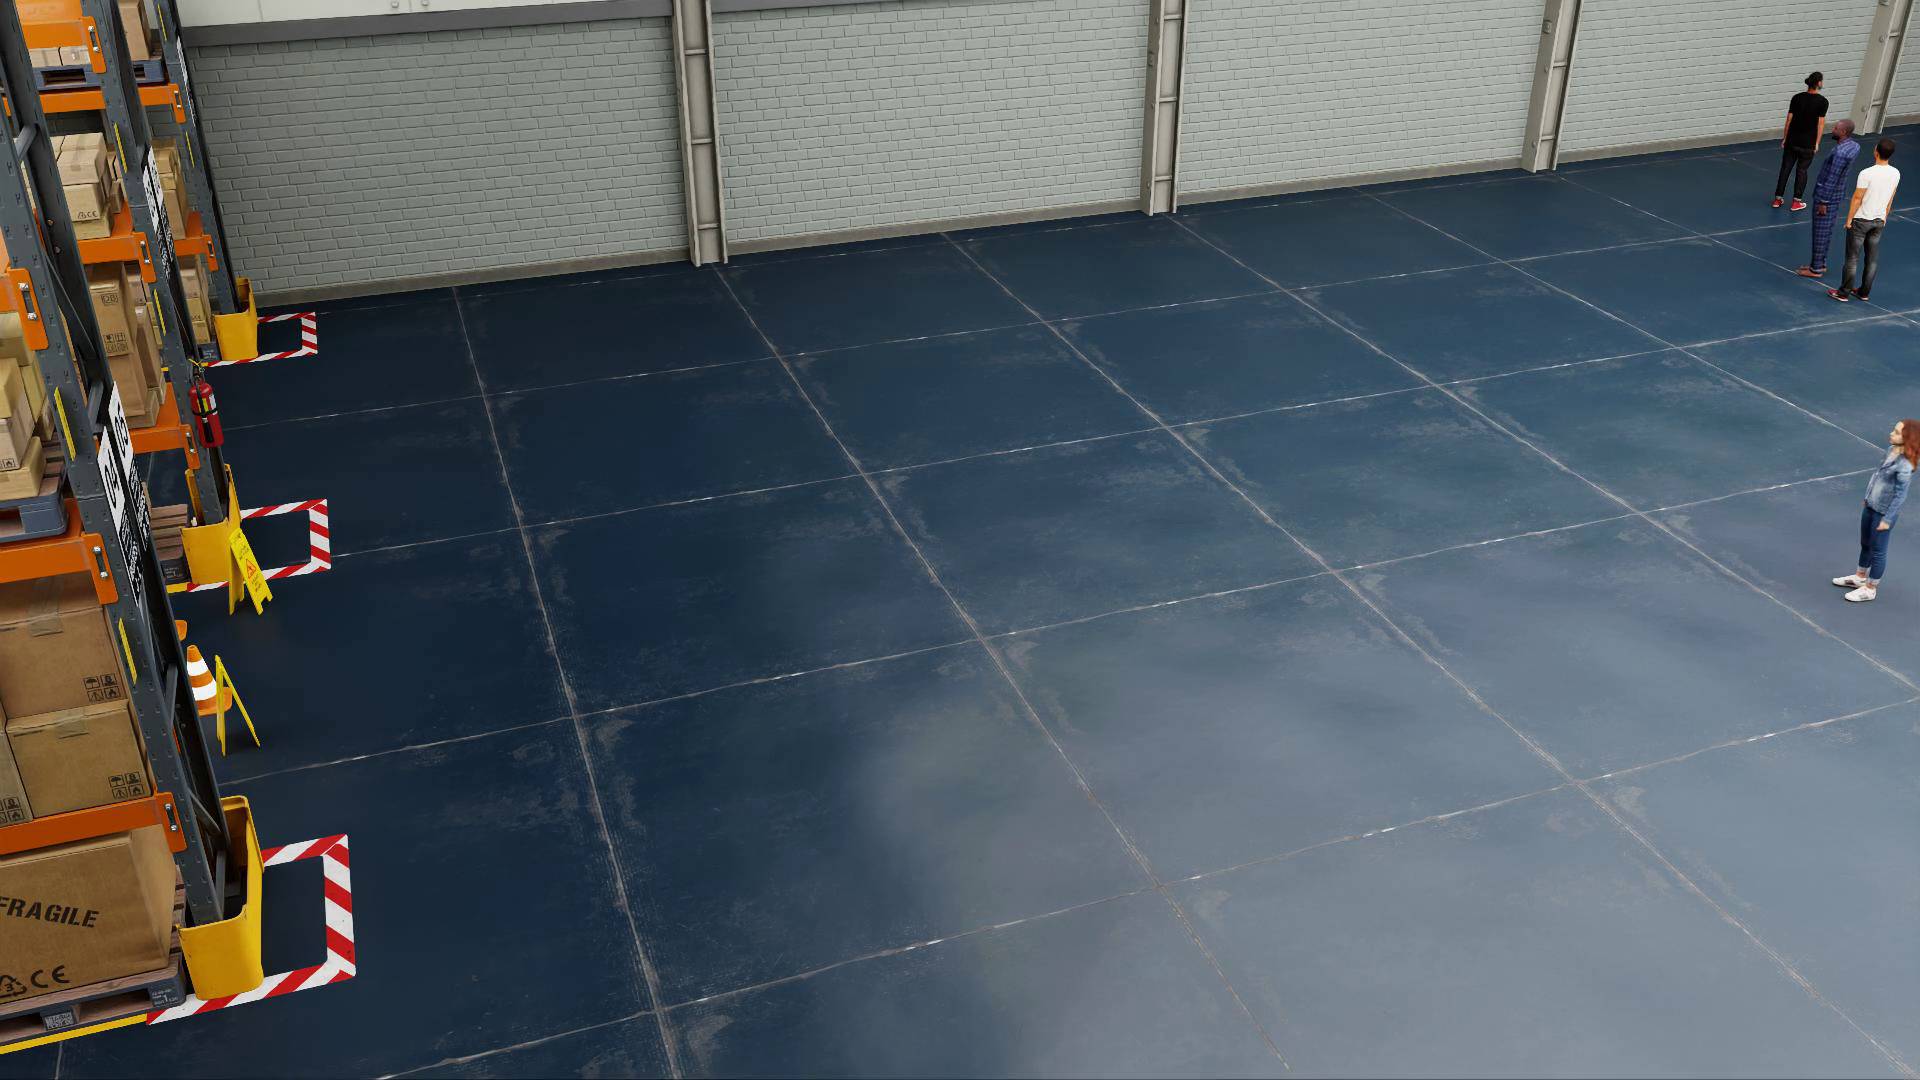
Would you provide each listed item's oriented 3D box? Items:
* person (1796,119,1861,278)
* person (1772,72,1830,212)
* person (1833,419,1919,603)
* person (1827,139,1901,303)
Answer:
[{"bbox_3d":[10.093,-3.974,19.288,0.810,1.817,0.696,23,35,36],"label":"person"},{"bbox_3d":[10.951,-5.193,21.643,0.697,1.756,0.683,25,37,39],"label":"person"},{"bbox_3d":[7.018,-0.239,12.637,0.634,1.477,0.632,2,28,5],"label":"person"},{"bbox_3d":[10.128,-3.561,18.530,0.531,1.801,0.723,-4,28,-8],"label":"person"}]
